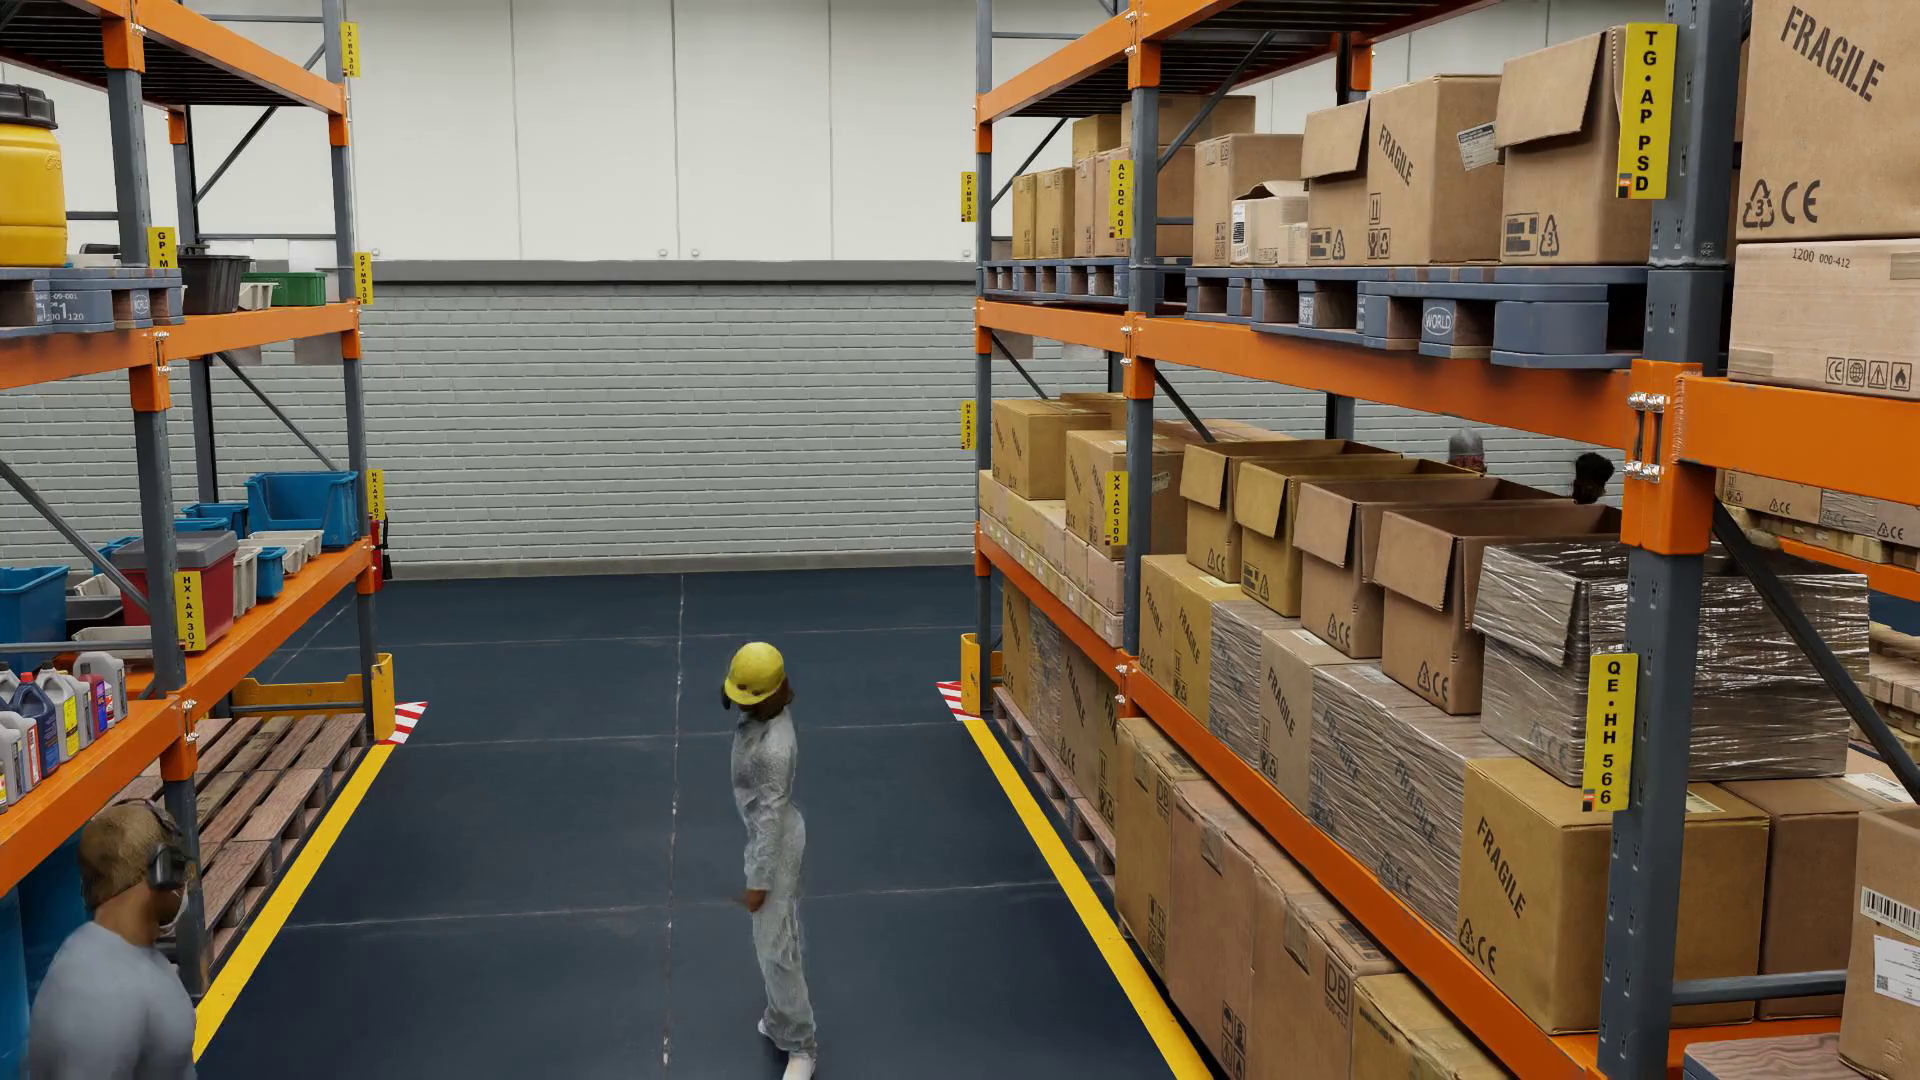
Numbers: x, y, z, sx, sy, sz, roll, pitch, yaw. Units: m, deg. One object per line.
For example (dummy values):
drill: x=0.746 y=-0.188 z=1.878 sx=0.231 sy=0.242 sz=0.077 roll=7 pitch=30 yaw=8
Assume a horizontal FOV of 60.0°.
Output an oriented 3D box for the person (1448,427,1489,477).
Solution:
person: x=3.284 y=0.265 z=10.862 sx=0.707 sy=2.000 sz=0.544 roll=4 pitch=10 yaw=25

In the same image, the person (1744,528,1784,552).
person: x=3.536 y=0.866 z=7.617 sx=0.624 sy=1.904 sz=0.997 roll=1 pitch=9 yaw=8

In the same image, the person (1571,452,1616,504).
person: x=3.749 y=0.416 z=10.272 sx=0.666 sy=1.932 sz=0.461 roll=1 pitch=9 yaw=6

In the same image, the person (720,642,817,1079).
person: x=-0.742 y=1.178 z=6.304 sx=0.324 sy=1.699 sz=0.624 roll=-2 pitch=9 yaw=-12

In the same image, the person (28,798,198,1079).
person: x=-1.782 y=1.532 z=3.543 sx=0.372 sy=1.899 sz=0.765 roll=-4 pitch=10 yaw=-21
